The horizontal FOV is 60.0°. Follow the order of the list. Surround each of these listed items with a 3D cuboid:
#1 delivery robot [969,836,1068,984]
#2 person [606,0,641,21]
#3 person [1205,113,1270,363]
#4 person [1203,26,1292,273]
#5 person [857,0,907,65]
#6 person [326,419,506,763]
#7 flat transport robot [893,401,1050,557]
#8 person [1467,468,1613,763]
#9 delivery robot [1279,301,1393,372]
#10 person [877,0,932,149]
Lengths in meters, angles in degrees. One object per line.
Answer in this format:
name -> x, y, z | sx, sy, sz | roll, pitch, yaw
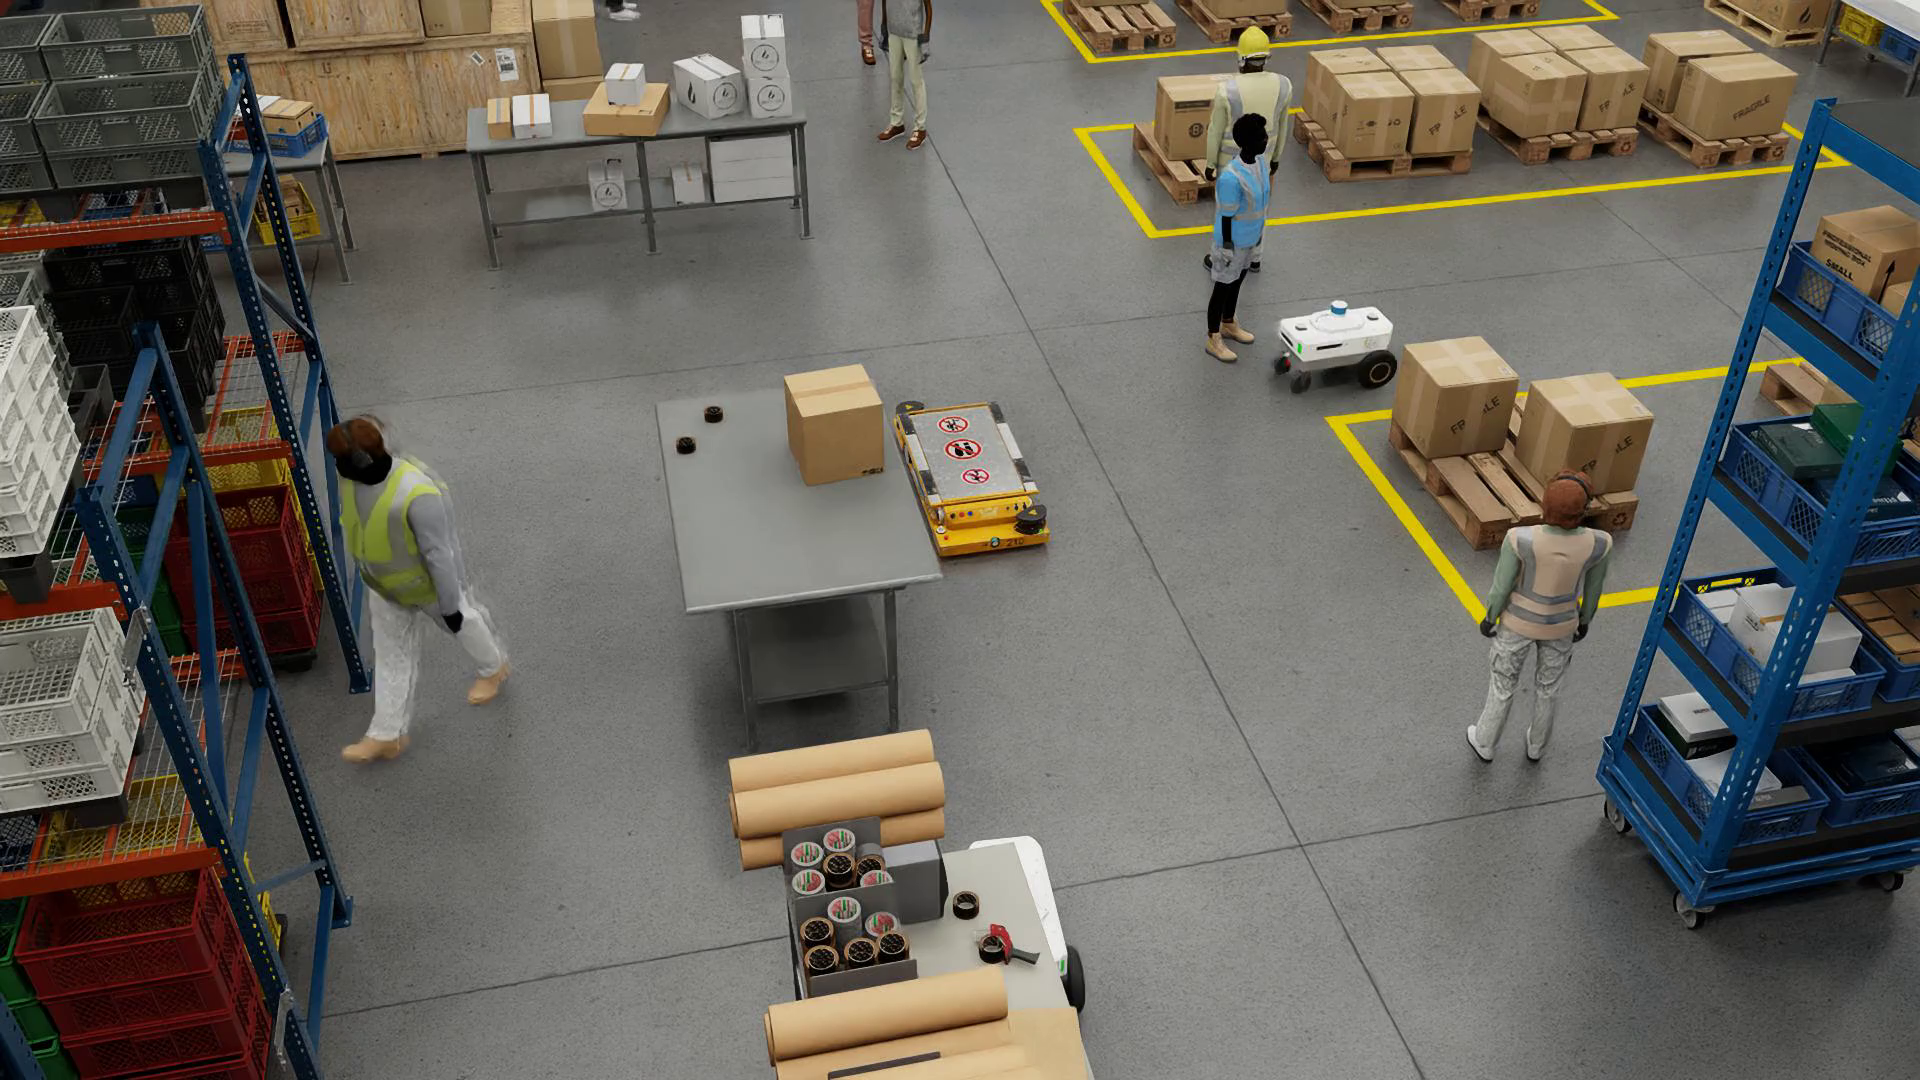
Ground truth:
delivery robot -> 0.232, 1.591, 7.081 | 0.477, 0.478, 0.707 | -5, 37, -7
person -> -3.456, -6.122, 16.415 | 0.416, 1.892, 0.630 | -8, 37, -10
person -> 1.857, -2.018, 11.053 | 0.318, 1.700, 0.535 | 21, 41, 26
person -> 2.043, -2.775, 11.971 | 0.597, 1.824, 0.403 | -9, 38, -12
person -> -0.758, -5.381, 15.414 | 0.647, 1.901, 0.402 | -13, 39, -17
person -> -2.680, 0.224, 7.994 | 0.680, 1.763, 0.990 | 20, 41, 24
flat transport robot -> 0.046, -0.430, 10.108 | 0.652, 0.197, 1.431 | -8, 37, -10
person -> 2.730, 0.389, 7.870 | 0.522, 1.636, 0.310 | 2, 37, 2
delivery robot -> 2.486, -1.354, 11.038 | 0.707, 0.478, 0.477 | -9, 38, -12
person -> -0.463, -4.199, 13.843 | 0.516, 1.873, 0.329 | 22, 42, 27
